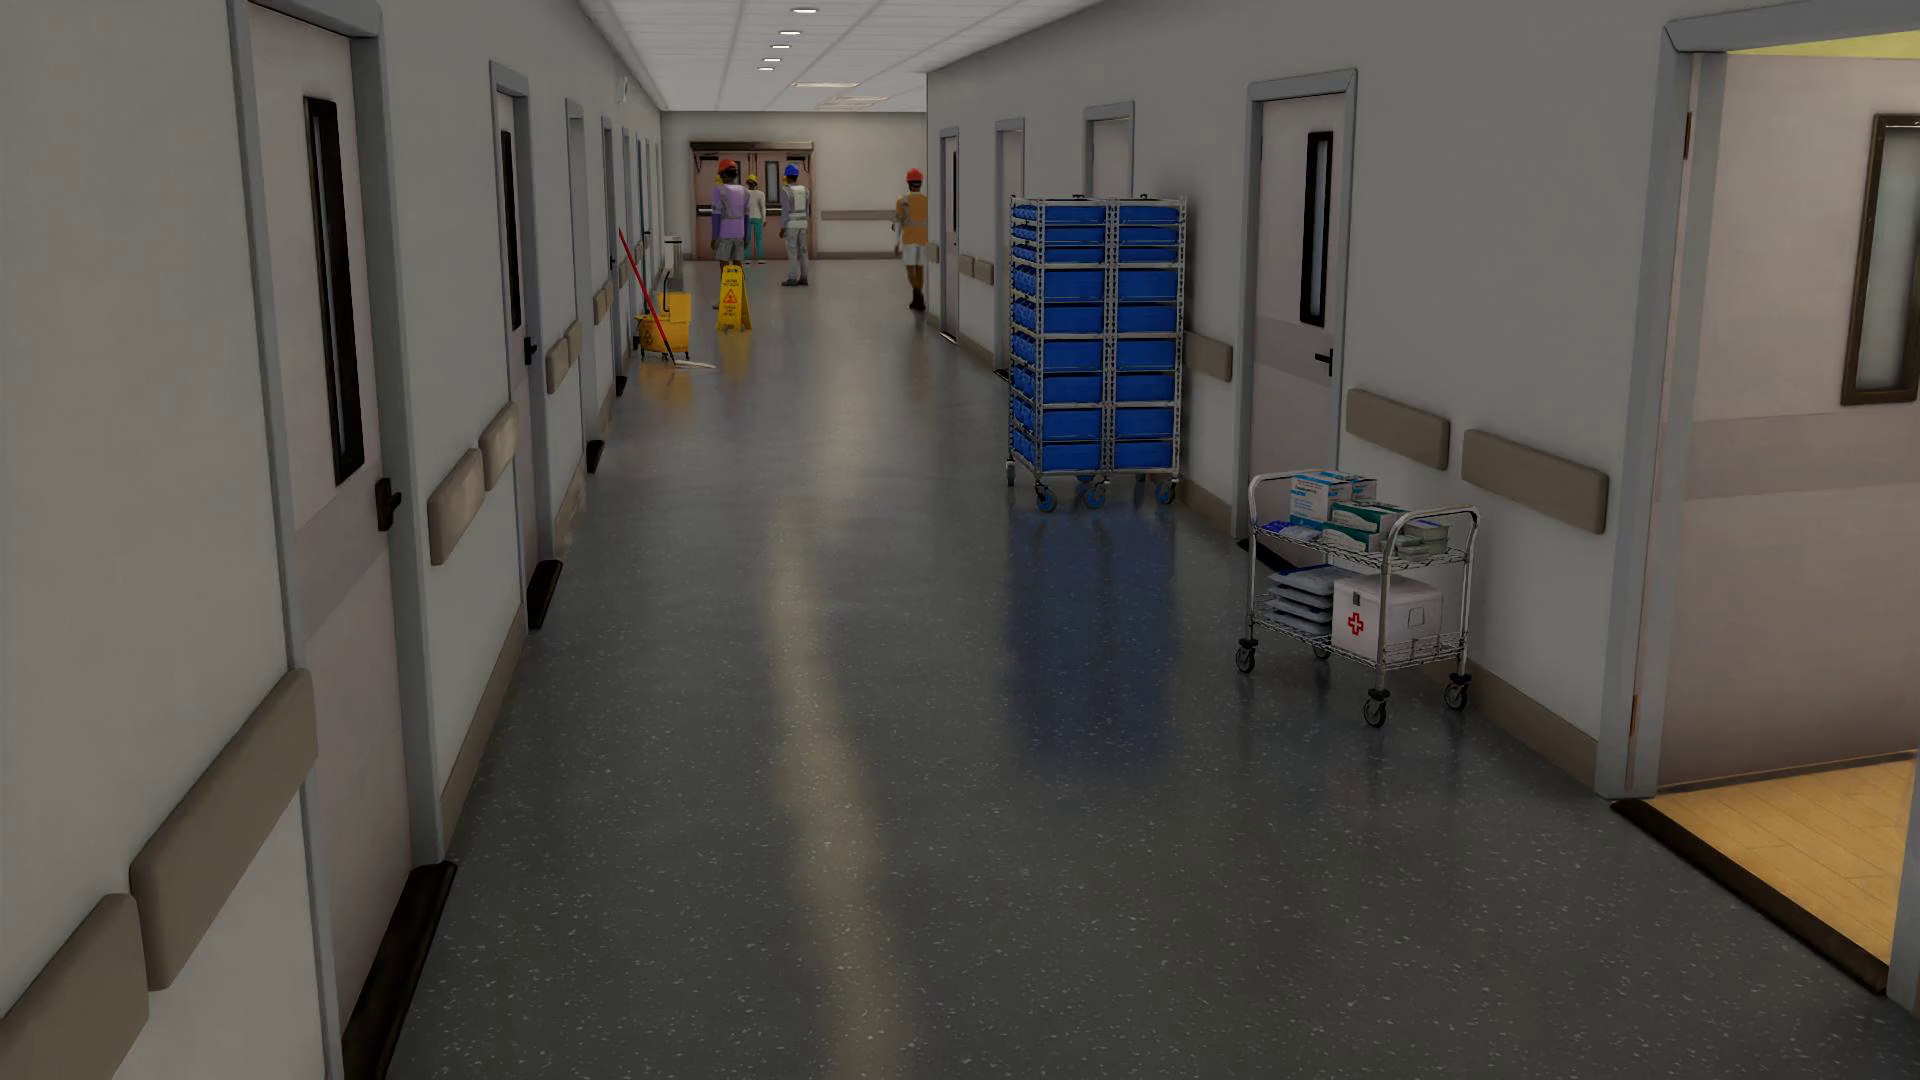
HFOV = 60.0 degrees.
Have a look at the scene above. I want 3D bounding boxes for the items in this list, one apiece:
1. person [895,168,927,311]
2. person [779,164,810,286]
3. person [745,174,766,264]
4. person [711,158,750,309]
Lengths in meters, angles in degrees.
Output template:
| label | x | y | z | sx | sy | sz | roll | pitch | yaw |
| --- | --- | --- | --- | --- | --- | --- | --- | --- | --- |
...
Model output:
| label | x | y | z | sx | sy | sz | roll | pitch | yaw |
| --- | --- | --- | --- | --- | --- | --- | --- | --- | --- |
| person | -0.580 | -4.022 | 22.331 | 0.550 | 1.910 | 0.848 | -3 | 13 | -14 |
| person | -2.691 | -5.096 | 26.985 | 0.389 | 1.949 | 0.604 | 10 | 16 | 38 |
| person | -4.120 | -6.365 | 33.032 | 0.528 | 1.767 | 0.329 | 0 | 13 | 0 |
| person | -3.140 | -4.148 | 22.605 | 0.409 | 2.032 | 0.609 | 12 | 18 | 43 |
